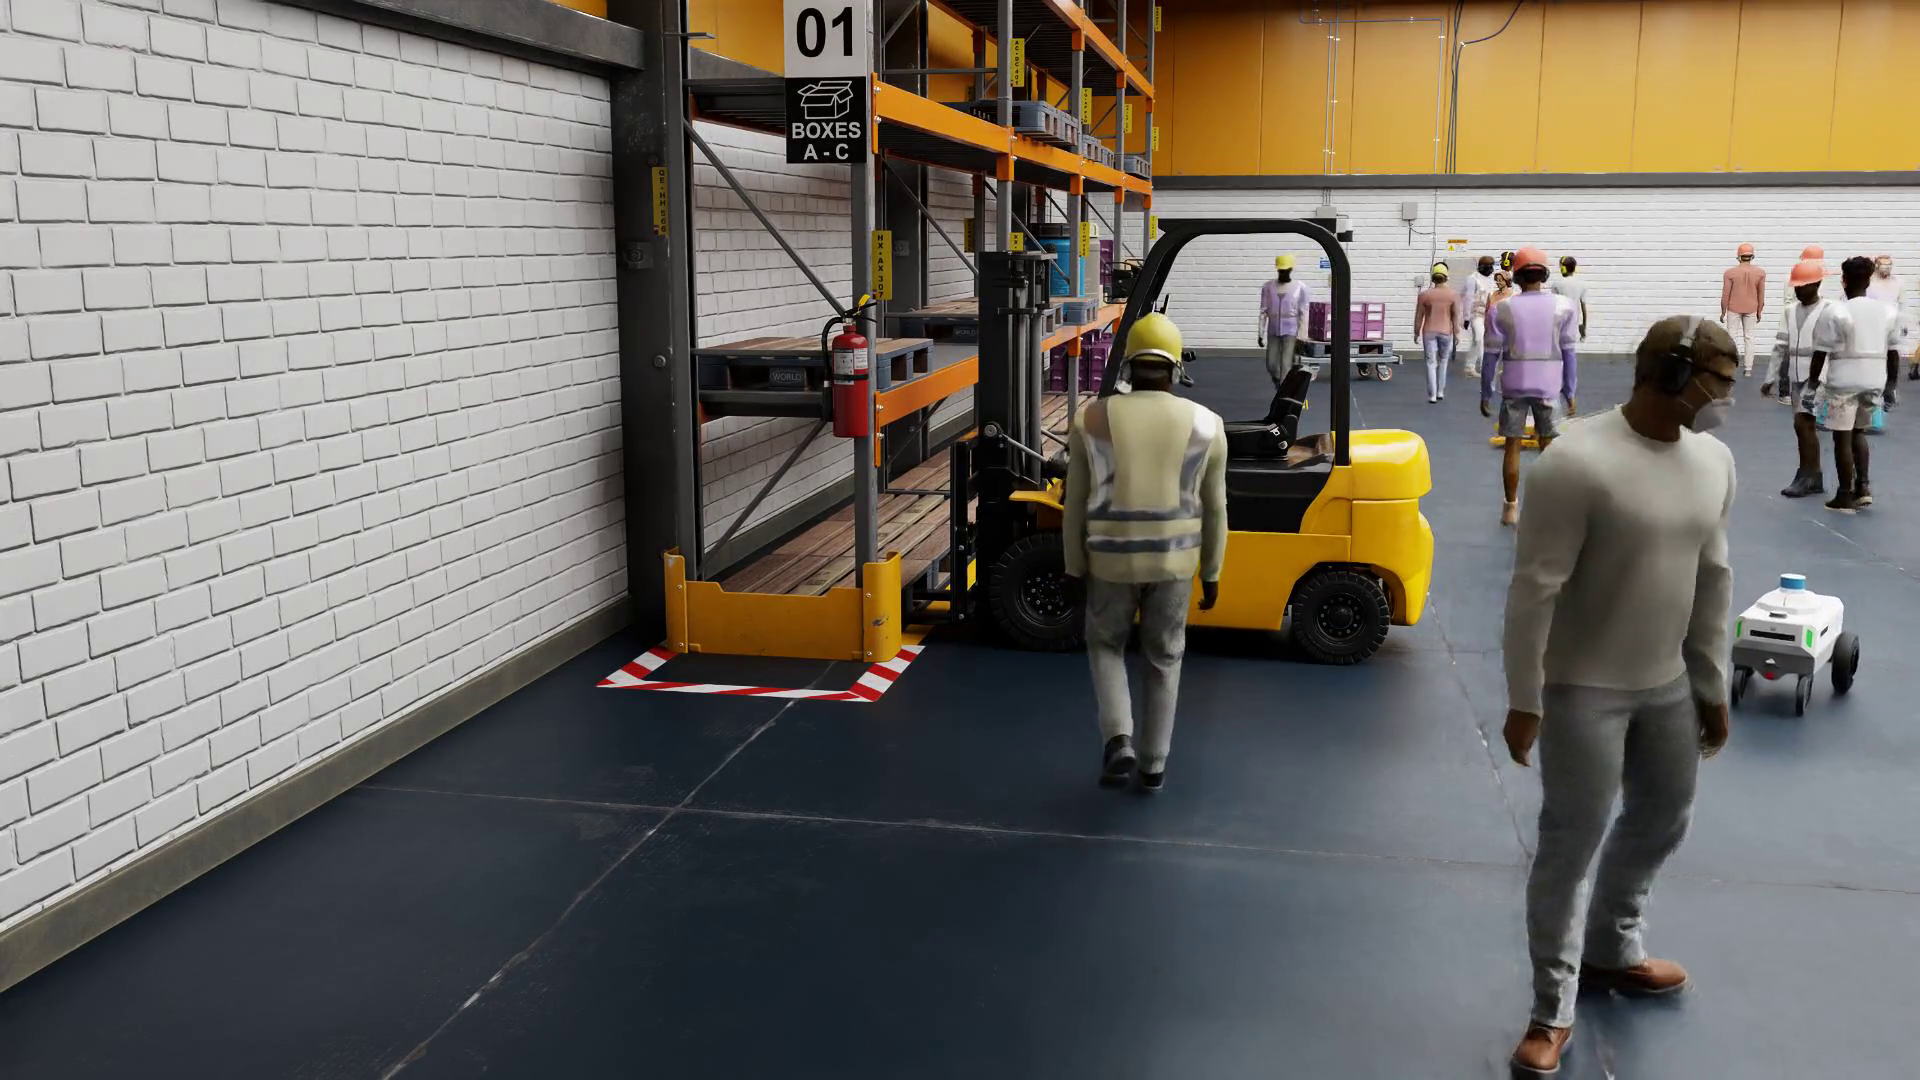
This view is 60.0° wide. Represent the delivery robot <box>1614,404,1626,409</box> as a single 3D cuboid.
[{"bbox_3d":[6.919,-1.268,16.717,0.707,0.478,0.477,-5,12,-27],"label":"delivery robot"}]

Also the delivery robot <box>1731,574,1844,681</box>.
[{"bbox_3d":[3.777,0.399,7.578,0.477,0.478,0.707,8,13,37],"label":"delivery robot"}]

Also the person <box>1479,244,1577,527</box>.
[{"bbox_3d":[4.074,-1.089,11.923,0.655,2.038,0.422,3,11,14],"label":"person"}]

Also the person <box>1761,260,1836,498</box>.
[{"bbox_3d":[6.796,-1.298,13.436,0.699,1.901,0.558,-3,11,-17],"label":"person"}]

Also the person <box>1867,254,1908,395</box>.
[{"bbox_3d":[12.358,-2.913,22.413,0.633,1.870,0.973,0,10,0],"label":"person"}]

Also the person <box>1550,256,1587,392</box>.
[{"bbox_3d":[8.051,-2.835,22.031,0.546,1.850,0.716,-1,10,-3],"label":"person"}]

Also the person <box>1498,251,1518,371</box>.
[{"bbox_3d":[8.238,-3.413,25.127,0.328,1.872,0.515,6,12,30],"label":"person"}]

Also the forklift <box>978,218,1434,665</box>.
[{"bbox_3d":[1.285,-0.567,8.635,2.313,2.155,1.214,2,11,11],"label":"forklift"}]

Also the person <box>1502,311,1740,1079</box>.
[{"bbox_3d":[1.677,0.382,4.238,0.777,1.910,0.411,-5,11,-25],"label":"person"}]

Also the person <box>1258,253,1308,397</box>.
[{"bbox_3d":[3.952,-2.545,20.294,0.593,1.905,0.606,5,12,27],"label":"person"}]

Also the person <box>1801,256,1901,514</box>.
[{"bbox_3d":[6.776,-1.178,12.652,0.626,1.941,0.507,-1,10,-8],"label":"person"}]

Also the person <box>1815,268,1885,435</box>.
[{"bbox_3d":[9.490,-2.019,17.691,0.592,1.793,0.912,-6,12,-29],"label":"person"}]

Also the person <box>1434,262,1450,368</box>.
[{"bbox_3d":[7.666,-3.579,26.523,0.320,1.692,0.531,4,11,19],"label":"person"}]

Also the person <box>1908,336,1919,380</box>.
[{"bbox_3d":[14.298,-3.278,24.355,1.000,1.894,0.561,-7,12,-33],"label":"person"}]

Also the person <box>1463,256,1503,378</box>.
[{"bbox_3d":[7.745,-3.244,24.371,0.641,1.802,0.834,-8,13,-38],"label":"person"}]

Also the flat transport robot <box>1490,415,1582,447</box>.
[{"bbox_3d":[5.926,-1.109,16.883,0.652,0.197,1.431,7,13,34],"label":"flat transport robot"}]

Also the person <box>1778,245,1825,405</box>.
[{"bbox_3d":[10.514,-2.670,20.729,0.608,1.988,0.387,-4,11,-20],"label":"person"}]

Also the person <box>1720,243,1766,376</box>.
[{"bbox_3d":[11.744,-3.452,24.989,0.612,1.997,0.375,2,10,9],"label":"person"}]

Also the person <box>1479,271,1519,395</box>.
[{"bbox_3d":[7.207,-2.754,22.144,0.312,1.639,0.520,-8,13,-39],"label":"person"}]

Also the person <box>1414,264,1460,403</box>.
[{"bbox_3d":[6.055,-2.628,21.167,0.552,1.729,0.826,2,11,10],"label":"person"}]

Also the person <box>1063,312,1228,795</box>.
[{"bbox_3d":[0.686,0.073,6.162,0.612,1.814,0.444,0,10,2],"label":"person"}]
